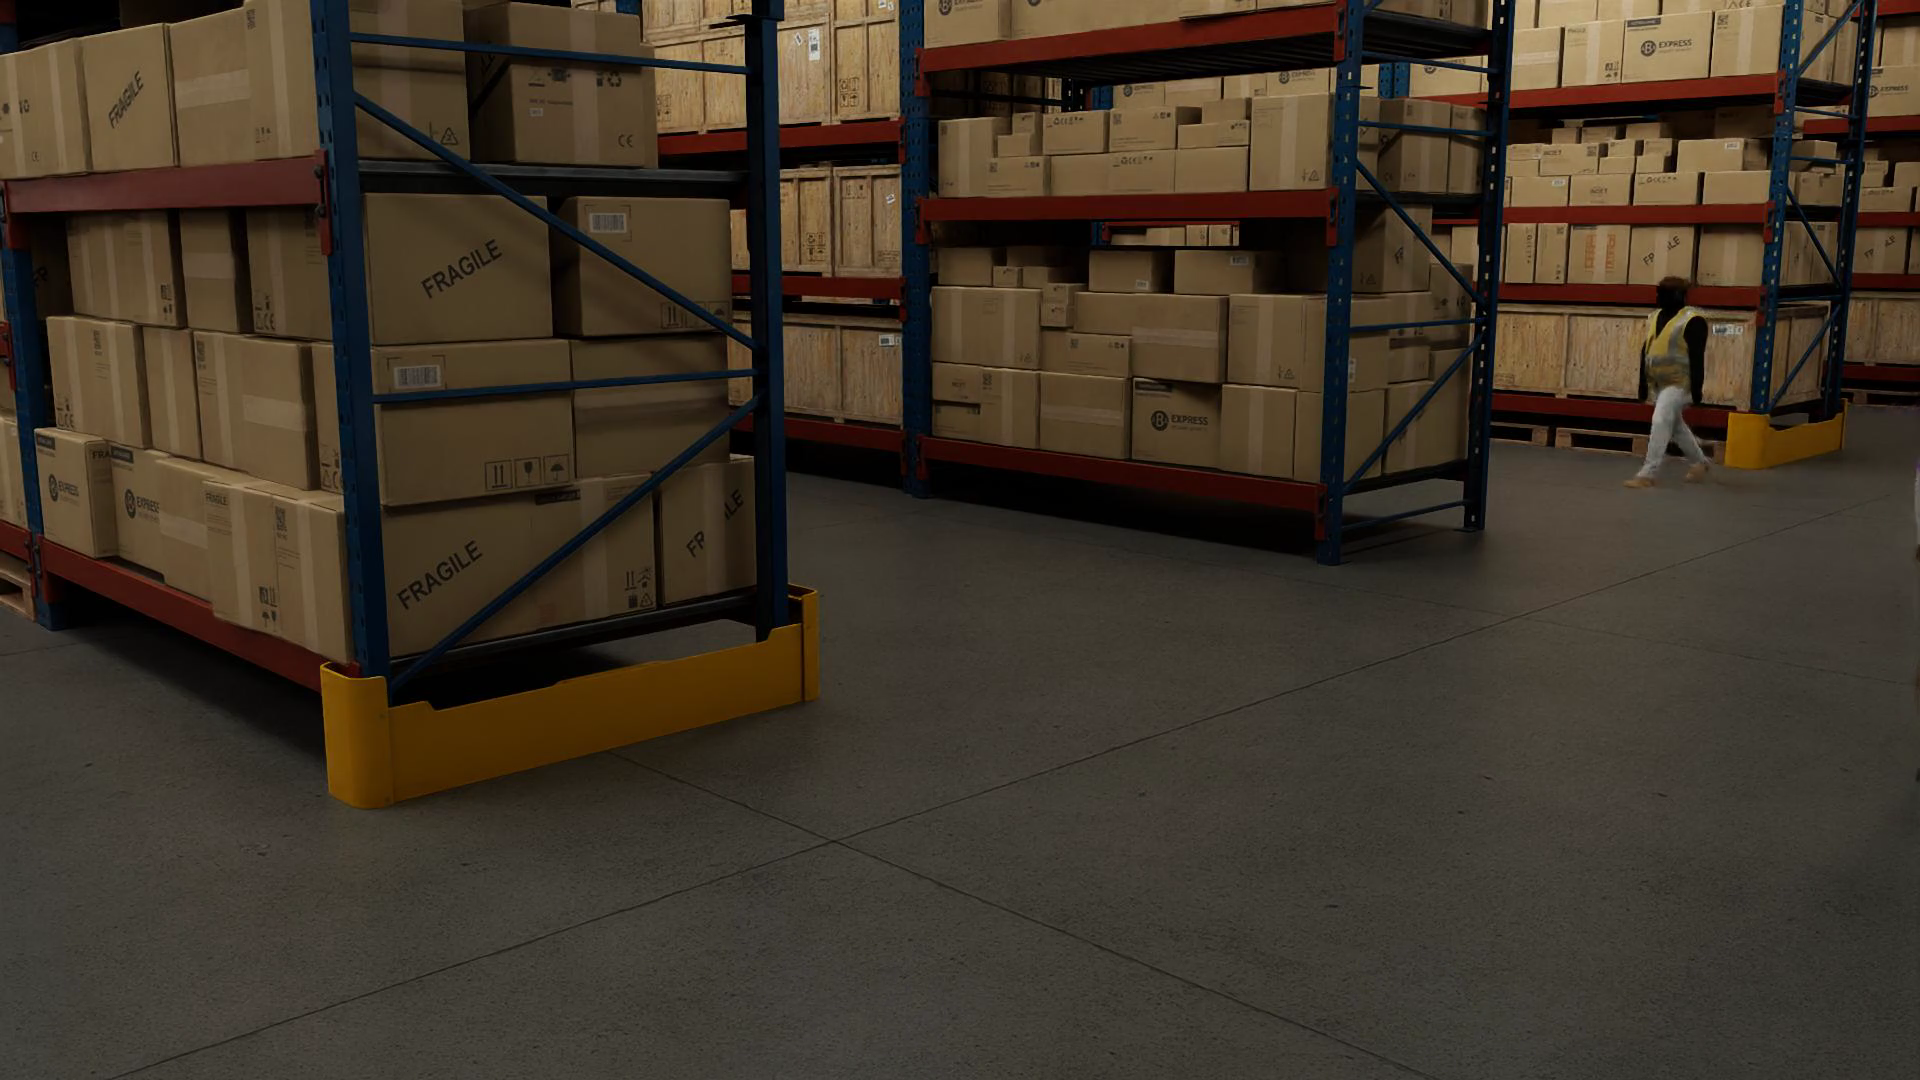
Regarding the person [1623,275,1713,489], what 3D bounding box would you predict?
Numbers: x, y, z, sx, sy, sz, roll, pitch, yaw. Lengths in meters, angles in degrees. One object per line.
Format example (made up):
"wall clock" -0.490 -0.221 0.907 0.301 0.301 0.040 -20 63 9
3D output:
"person" 6.096 -1.343 14.140 0.922 1.808 0.639 -3 11 -14
